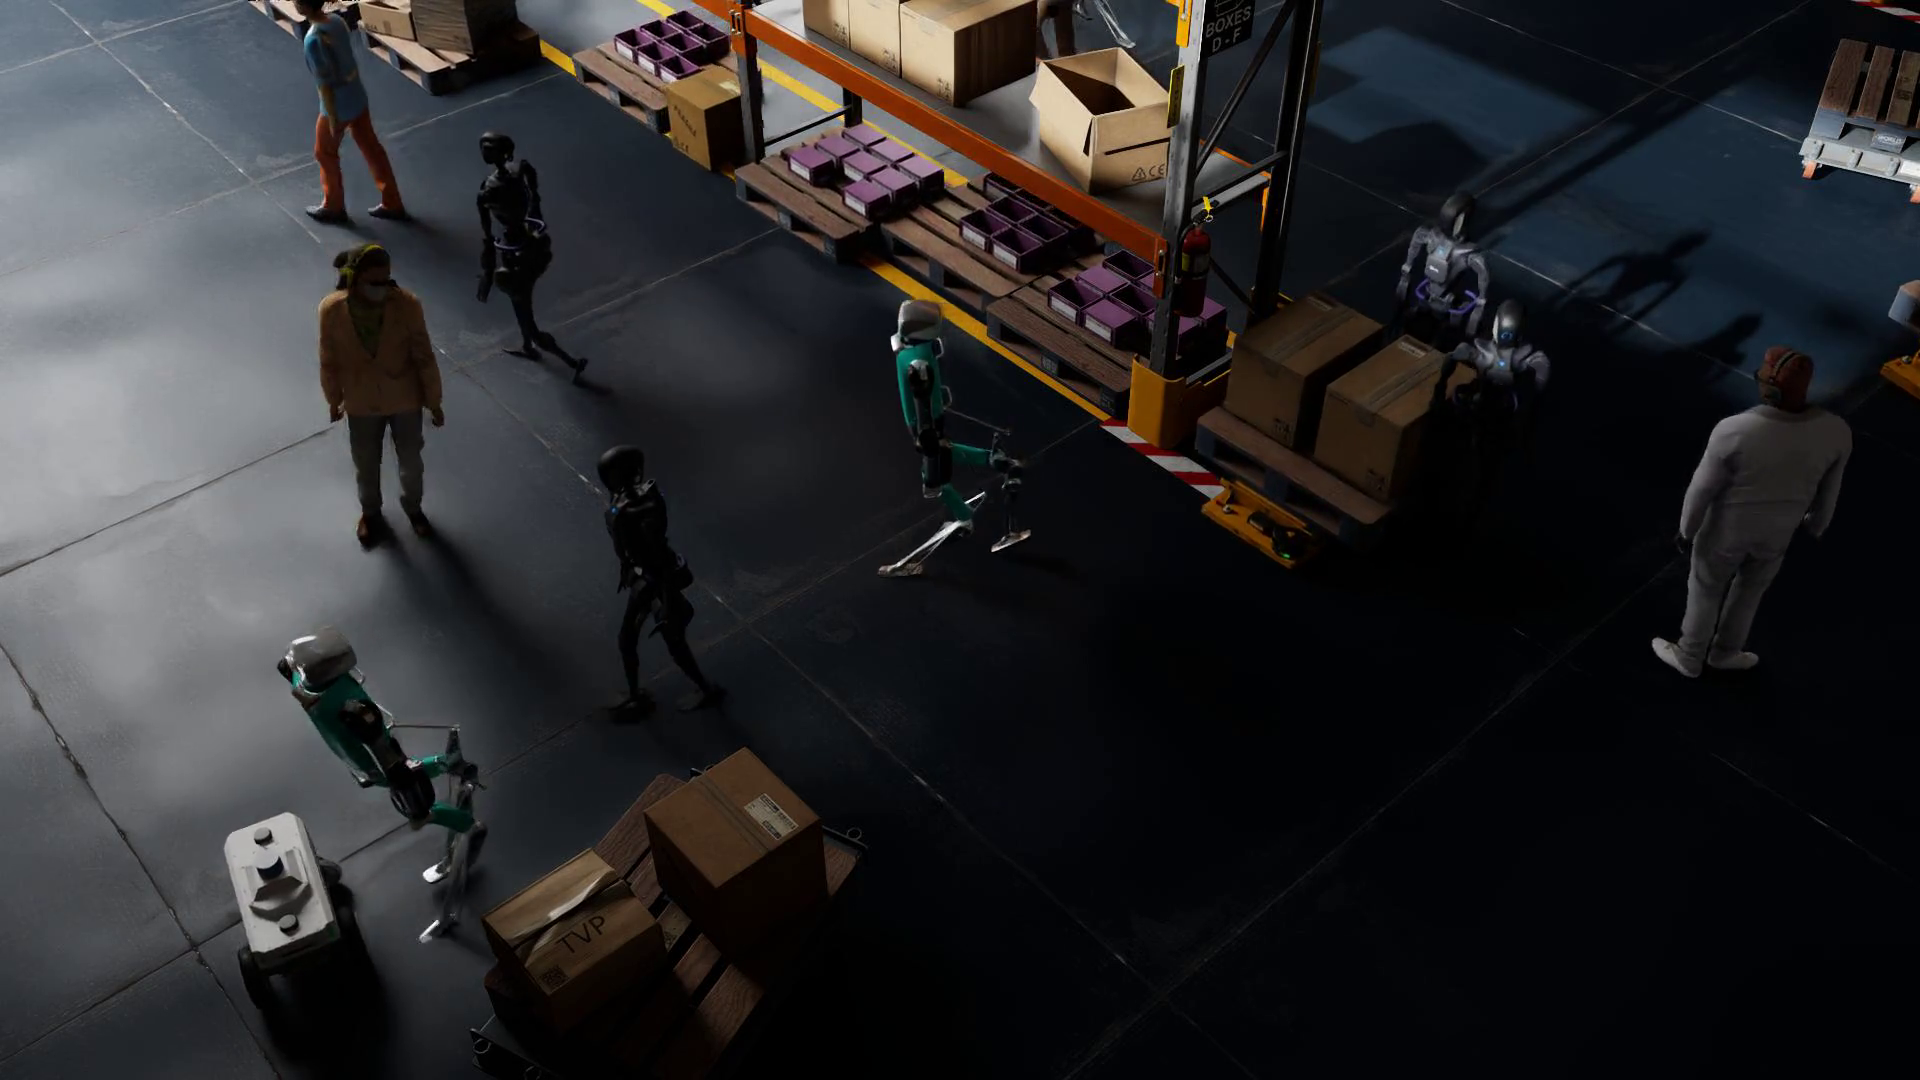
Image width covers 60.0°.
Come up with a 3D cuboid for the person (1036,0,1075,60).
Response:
[{"bbox_3d":[0.683,-4.224,12.616,0.518,1.721,0.555,18,46,19],"label":"person"}]

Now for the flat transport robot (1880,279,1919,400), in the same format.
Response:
[{"bbox_3d":[6.493,-1.112,10.304,1.431,0.231,0.659,-19,46,-19],"label":"flat transport robot"}]

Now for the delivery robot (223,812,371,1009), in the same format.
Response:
[{"bbox_3d":[-2.892,1.581,7.173,0.515,0.607,0.778,-20,46,-21],"label":"delivery robot"}]

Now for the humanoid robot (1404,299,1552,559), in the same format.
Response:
[{"bbox_3d":[2.724,-0.588,8.703,0.616,1.641,0.375,7,43,7],"label":"humanoid robot"}]

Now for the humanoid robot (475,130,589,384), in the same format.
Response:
[{"bbox_3d":[-2.579,-1.682,9.918,0.721,1.648,0.599,17,45,17],"label":"humanoid robot"}]

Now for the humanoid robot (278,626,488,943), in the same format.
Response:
[{"bbox_3d":[-2.276,0.917,7.010,0.533,1.780,0.738,29,50,28],"label":"humanoid robot"}]

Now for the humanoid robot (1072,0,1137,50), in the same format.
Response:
[{"bbox_3d":[1.059,-4.811,13.273,0.581,1.750,1.040,-26,49,-25],"label":"humanoid robot"}]

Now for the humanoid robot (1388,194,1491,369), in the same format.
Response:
[{"bbox_3d":[2.711,-1.233,9.406,0.488,1.639,0.585,-33,52,-31],"label":"humanoid robot"}]

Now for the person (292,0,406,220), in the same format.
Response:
[{"bbox_3d":[-4.265,-2.948,11.209,0.790,1.735,0.537,8,43,8],"label":"person"}]

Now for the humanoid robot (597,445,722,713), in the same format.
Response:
[{"bbox_3d":[-1.481,0.240,7.807,0.597,1.640,0.609,-26,49,-25],"label":"humanoid robot"}]

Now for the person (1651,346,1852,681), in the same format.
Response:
[{"bbox_3d":[3.799,-0.101,8.013,0.705,1.887,0.398,1,43,1],"label":"person"}]

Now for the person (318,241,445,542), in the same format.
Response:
[{"bbox_3d":[-3.041,-0.769,8.770,0.638,1.839,0.387,-9,43,-10],"label":"person"}]

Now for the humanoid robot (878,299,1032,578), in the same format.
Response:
[{"bbox_3d":[0.087,-0.487,8.584,1.016,1.782,0.532,-6,43,-6],"label":"humanoid robot"}]

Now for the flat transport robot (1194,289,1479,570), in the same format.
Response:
[{"bbox_3d":[2.101,-0.369,9.496,1.431,0.231,0.659,-32,51,-30],"label":"flat transport robot"}]
